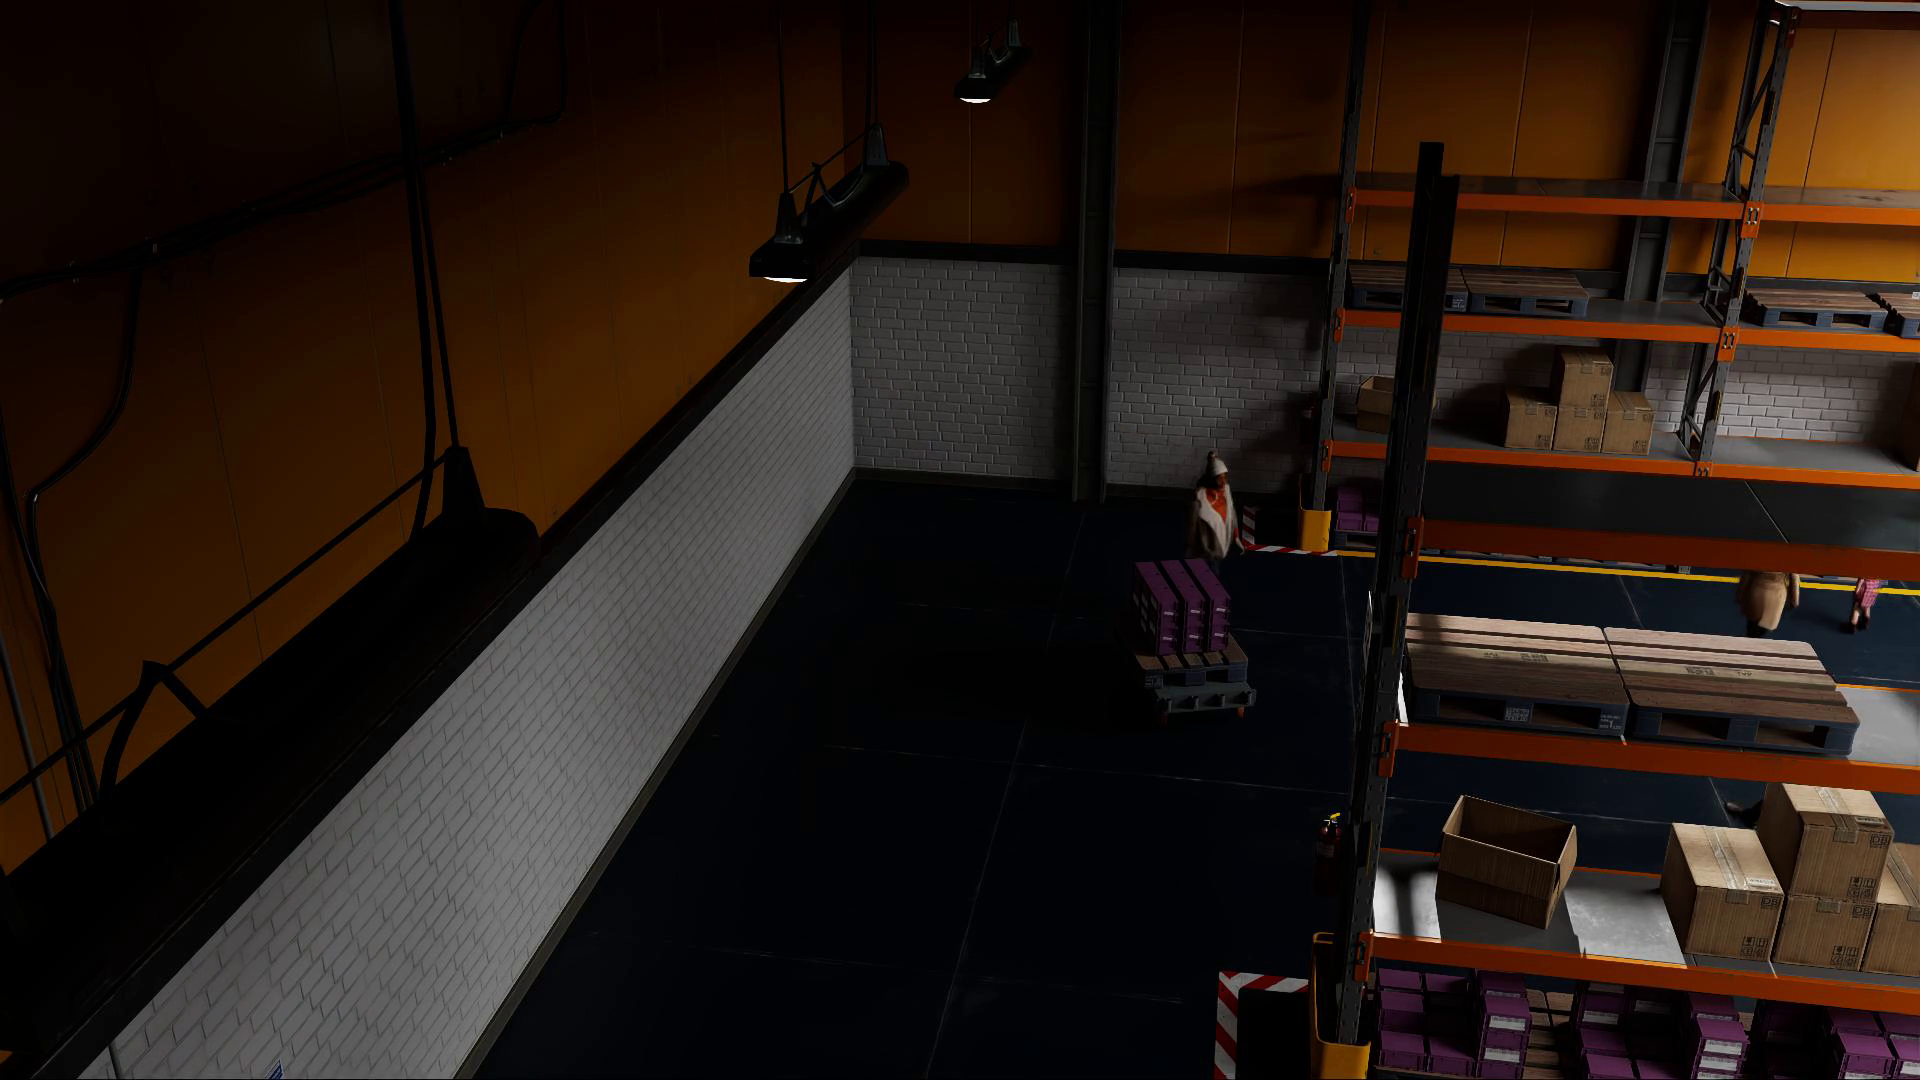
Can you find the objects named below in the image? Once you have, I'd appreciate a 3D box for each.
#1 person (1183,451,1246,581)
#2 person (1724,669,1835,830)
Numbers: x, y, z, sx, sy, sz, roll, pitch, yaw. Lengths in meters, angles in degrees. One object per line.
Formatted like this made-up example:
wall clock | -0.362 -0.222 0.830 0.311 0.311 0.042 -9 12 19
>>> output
person | 2.459 -0.039 16.948 0.953 1.879 0.901 21 31 39
person | 6.791 1.784 13.118 1.029 1.607 1.154 -19 30 -36
